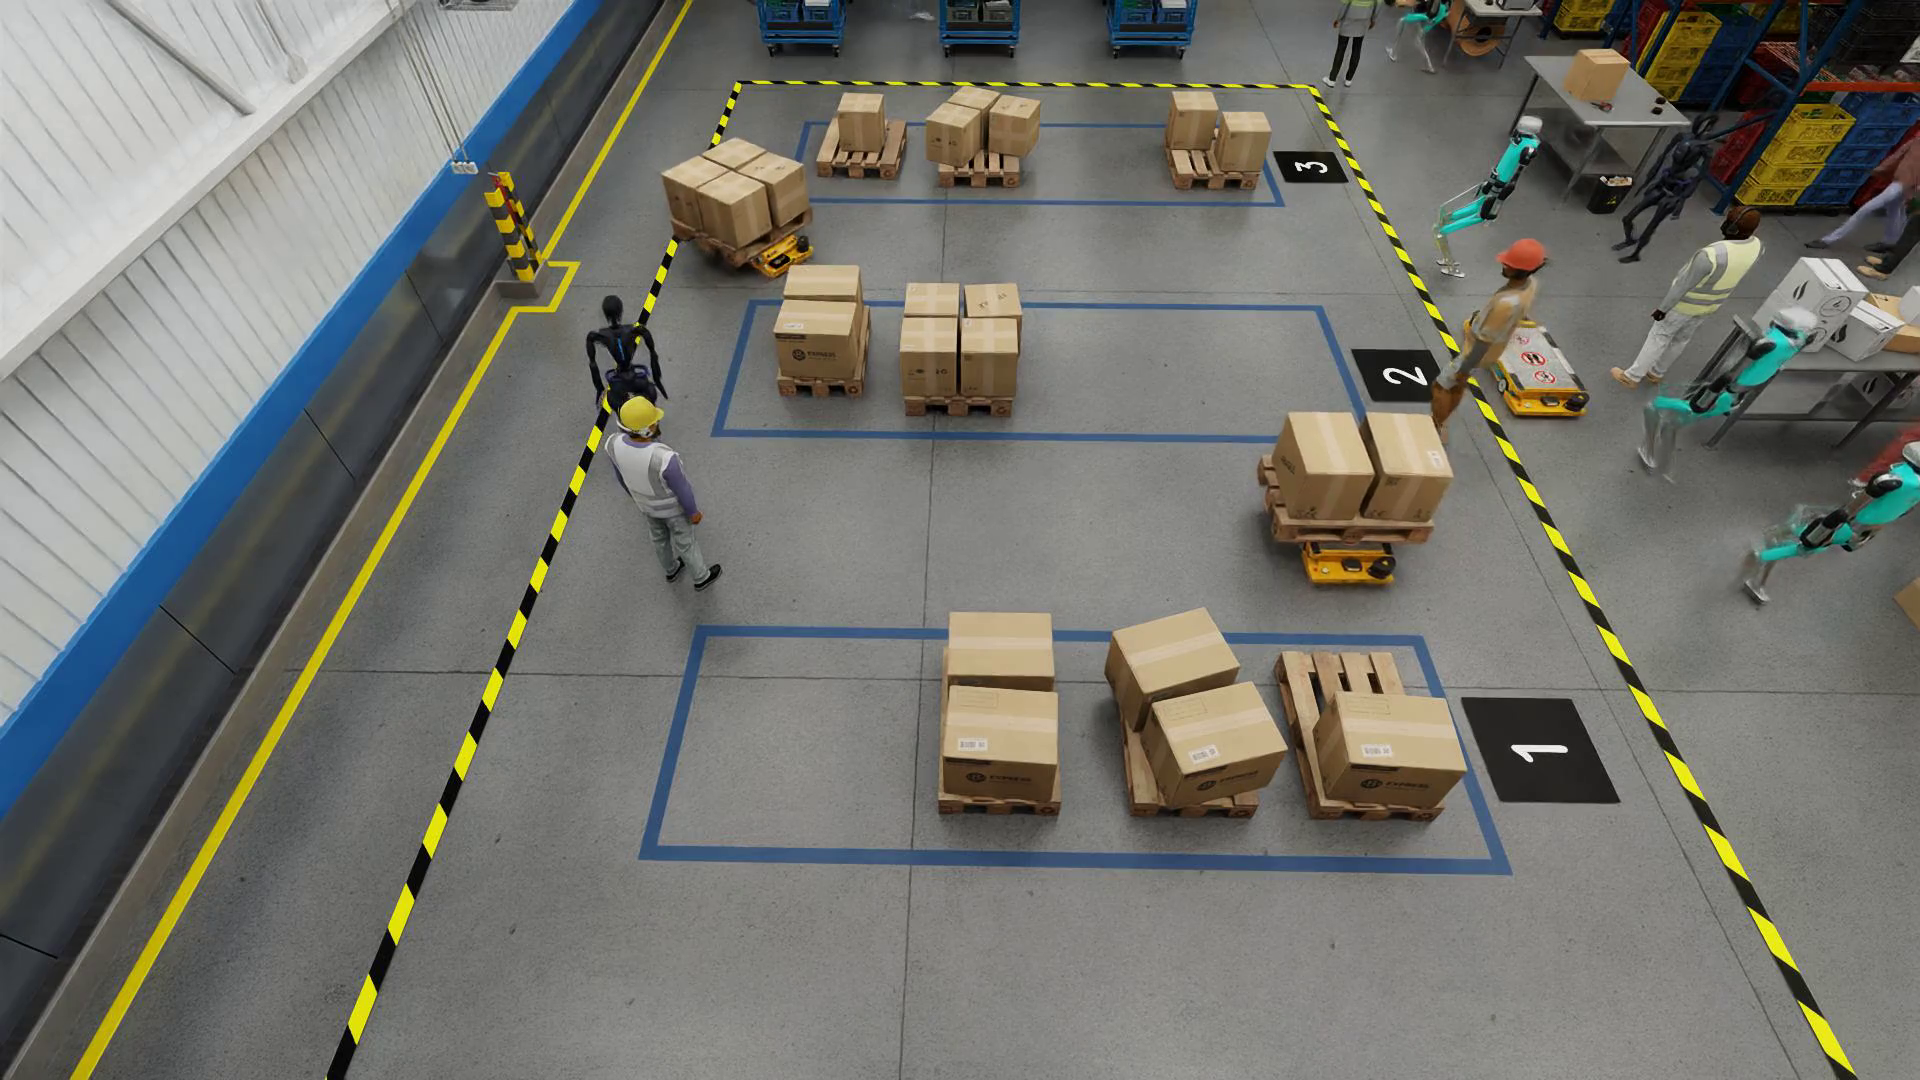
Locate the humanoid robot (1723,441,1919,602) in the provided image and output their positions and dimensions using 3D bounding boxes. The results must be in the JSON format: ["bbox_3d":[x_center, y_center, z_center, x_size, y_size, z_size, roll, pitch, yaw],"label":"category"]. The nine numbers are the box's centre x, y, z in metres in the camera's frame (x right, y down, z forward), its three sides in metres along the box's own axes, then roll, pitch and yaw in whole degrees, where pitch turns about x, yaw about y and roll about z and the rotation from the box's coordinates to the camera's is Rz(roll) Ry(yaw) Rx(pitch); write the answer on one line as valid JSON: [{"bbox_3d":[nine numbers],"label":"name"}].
[{"bbox_3d":[6.272,-0.122,6.734,0.539,1.898,0.717,-6,49,-5],"label":"humanoid robot"}]

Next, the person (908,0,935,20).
[{"bbox_3d":[-0.600,-9.192,14.519,0.574,1.722,0.506,-2,49,-2],"label":"person"}]

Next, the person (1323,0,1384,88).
[{"bbox_3d":[5.558,-7.350,12.848,0.596,1.849,0.395,0,49,0],"label":"person"}]

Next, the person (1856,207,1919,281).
[{"bbox_3d":[10.272,-3.606,9.611,0.509,1.844,0.326,-31,56,-24],"label":"person"}]

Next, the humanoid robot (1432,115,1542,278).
[{"bbox_3d":[5.360,-3.578,9.573,0.735,1.673,0.533,9,50,8],"label":"humanoid robot"}]

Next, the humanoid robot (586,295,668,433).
[{"bbox_3d":[-2.784,-1.263,7.702,0.617,1.630,0.479,-15,51,-13],"label":"humanoid robot"}]

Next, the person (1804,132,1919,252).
[{"bbox_3d":[10.259,-3.883,9.936,0.887,1.704,0.537,16,51,13],"label":"person"}]

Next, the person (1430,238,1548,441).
[{"bbox_3d":[4.372,-1.640,7.784,0.438,2.037,0.628,36,58,27],"label":"person"}]

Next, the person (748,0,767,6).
[{"bbox_3d":[-3.413,-9.684,14.886,0.576,1.820,0.592,-30,56,-24],"label":"person"}]

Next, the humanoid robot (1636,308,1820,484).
[{"bbox_3d":[6.207,-1.268,7.666,0.556,1.792,0.763,-14,50,-11],"label":"humanoid robot"}]

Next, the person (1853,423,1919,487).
[{"bbox_3d":[8.318,-1.073,7.392,0.898,1.879,0.607,4,49,3],"label":"person"}]

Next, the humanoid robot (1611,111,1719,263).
[{"bbox_3d":[7.588,-3.745,9.844,0.341,1.652,0.610,-11,50,-9],"label":"humanoid robot"}]

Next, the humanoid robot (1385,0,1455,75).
[{"bbox_3d":[6.780,-7.801,13.343,0.536,1.777,1.017,-32,56,-25],"label":"humanoid robot"}]

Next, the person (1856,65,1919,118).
[{"bbox_3d":[11.744,-5.856,11.480,0.985,1.981,0.627,5,49,4],"label":"person"}]

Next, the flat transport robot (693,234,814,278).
[{"bbox_3d":[-2.433,-3.472,10.521,1.431,0.197,0.652,30,55,23],"label":"flat transport robot"}]

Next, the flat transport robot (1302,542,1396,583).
[{"bbox_3d":[3.138,-0.251,7.732,0.652,0.197,1.431,1,49,1],"label":"flat transport robot"}]

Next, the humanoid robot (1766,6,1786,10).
[{"bbox_3d":[12.346,-8.147,13.653,0.611,1.640,0.406,-37,59,-28],"label":"humanoid robot"}]

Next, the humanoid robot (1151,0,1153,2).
[{"bbox_3d":[3.182,-8.824,14.261,0.690,1.638,0.589,24,53,20],"label":"humanoid robot"}]

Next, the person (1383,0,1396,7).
[{"bbox_3d":[7.585,-9.636,14.804,1.044,1.877,0.559,-13,50,-11],"label":"person"}]

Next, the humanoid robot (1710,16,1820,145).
[{"bbox_3d":[10.253,-5.684,11.531,0.649,1.641,0.612,18,52,15],"label":"humanoid robot"}]

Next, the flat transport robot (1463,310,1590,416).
[{"bbox_3d":[5.573,-1.757,9.054,0.659,0.231,1.431,1,49,1],"label":"flat transport robot"}]

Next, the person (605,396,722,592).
[{"bbox_3d":[-2.184,-0.313,6.771,0.599,1.827,0.404,18,51,15],"label":"person"}]

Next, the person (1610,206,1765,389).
[{"bbox_3d":[6.671,-2.175,8.385,0.629,1.835,0.429,-11,50,-9],"label":"person"}]
